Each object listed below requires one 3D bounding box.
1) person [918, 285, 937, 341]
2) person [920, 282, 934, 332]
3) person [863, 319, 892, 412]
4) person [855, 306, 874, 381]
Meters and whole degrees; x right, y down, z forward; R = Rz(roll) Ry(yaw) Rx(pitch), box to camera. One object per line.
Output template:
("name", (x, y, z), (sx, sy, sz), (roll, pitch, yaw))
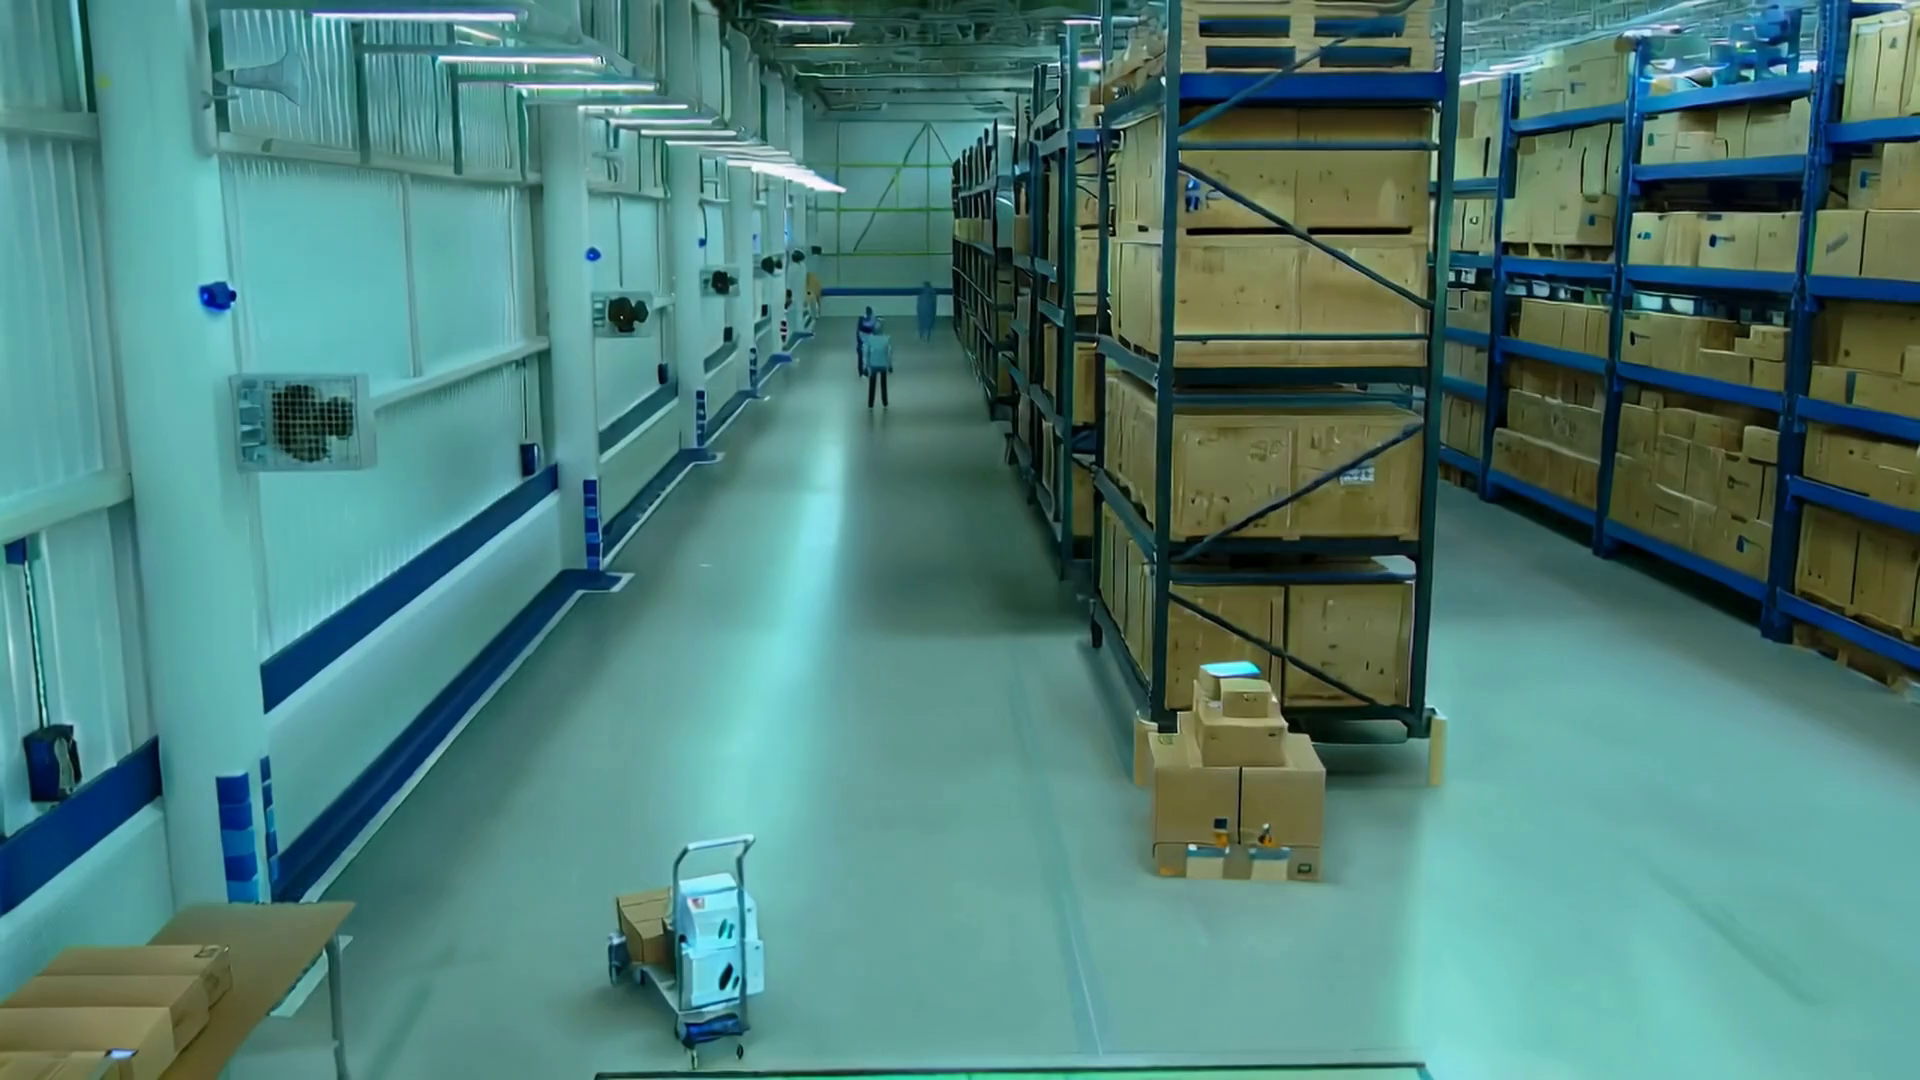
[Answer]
("person", (-1.121, -7.775, 56.922), (0.642, 1.874, 0.864), (0, 11, 0))
("person", (-1.189, -8.577, 61.251), (0.576, 1.821, 0.848), (7, 13, 31))
("person", (-1.762, -3.739, 35.642), (0.613, 1.988, 0.404), (-1, 11, -5))
("person", (-2.383, -5.026, 42.555), (0.598, 1.906, 0.413), (-1, 11, -8))
